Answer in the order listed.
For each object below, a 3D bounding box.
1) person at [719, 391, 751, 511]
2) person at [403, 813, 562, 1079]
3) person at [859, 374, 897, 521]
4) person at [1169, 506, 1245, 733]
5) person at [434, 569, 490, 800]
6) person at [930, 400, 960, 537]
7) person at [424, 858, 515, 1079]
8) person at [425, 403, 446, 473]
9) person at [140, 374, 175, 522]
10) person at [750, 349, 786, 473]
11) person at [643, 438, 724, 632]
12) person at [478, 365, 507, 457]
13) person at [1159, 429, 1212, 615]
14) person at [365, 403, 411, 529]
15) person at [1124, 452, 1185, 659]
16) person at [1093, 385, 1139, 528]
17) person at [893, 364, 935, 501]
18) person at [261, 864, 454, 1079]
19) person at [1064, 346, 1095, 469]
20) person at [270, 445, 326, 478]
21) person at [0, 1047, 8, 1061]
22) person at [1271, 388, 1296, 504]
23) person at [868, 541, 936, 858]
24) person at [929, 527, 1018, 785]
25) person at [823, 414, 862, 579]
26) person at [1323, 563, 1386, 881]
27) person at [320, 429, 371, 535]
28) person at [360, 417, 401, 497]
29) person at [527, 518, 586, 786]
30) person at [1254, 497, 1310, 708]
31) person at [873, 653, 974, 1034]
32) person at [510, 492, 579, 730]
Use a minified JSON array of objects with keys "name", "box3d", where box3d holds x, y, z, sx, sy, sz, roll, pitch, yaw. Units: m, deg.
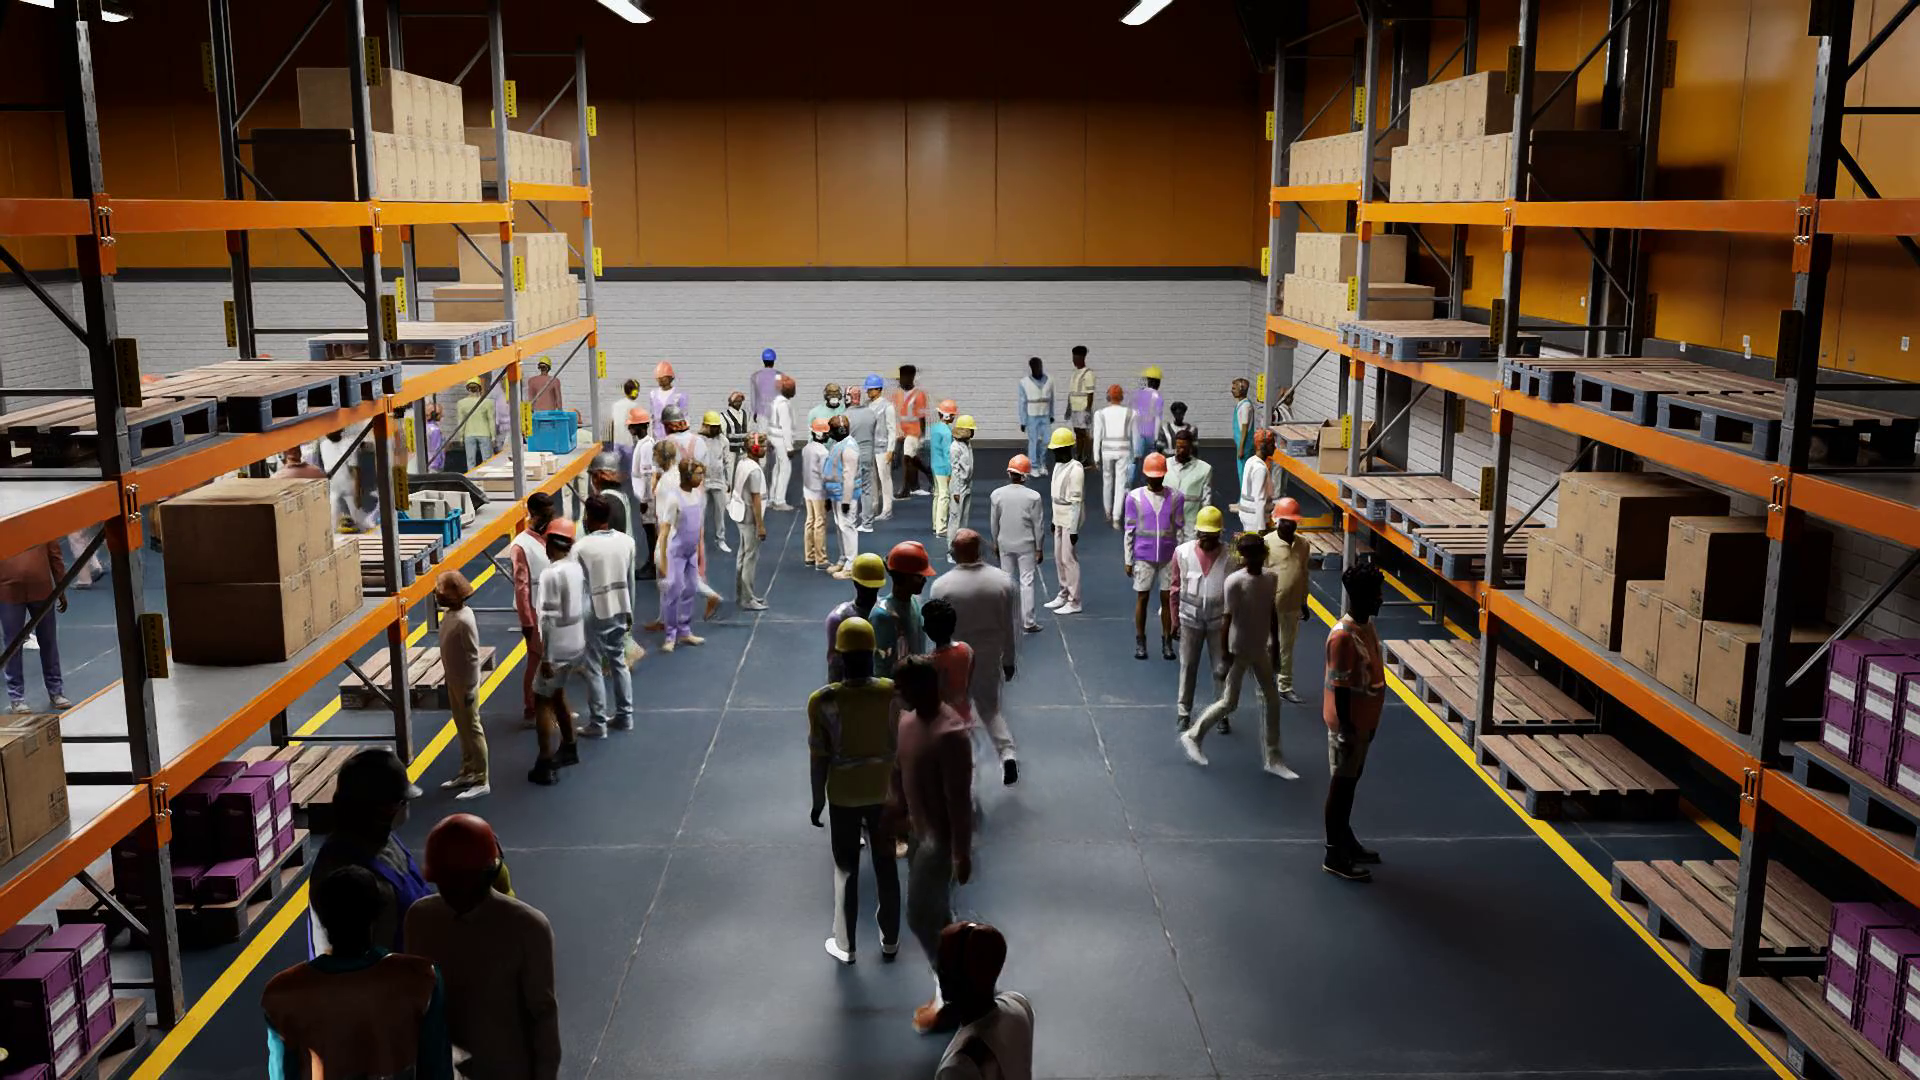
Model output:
[{"name":"person","box3d":[-3.062,-1.217,22.751,0.513,1.638,0.307,-10,15,-41]},{"name":"person","box3d":[-1.753,1.935,6.077,0.621,1.985,0.408,3,12,15]},{"name":"person","box3d":[-1.102,-1.223,22.000,0.404,1.945,0.616,-11,15,-43]},{"name":"person","box3d":[1.936,0.623,13.072,0.590,1.823,0.404,3,12,13]},{"name":"person","box3d":[-3.501,1.001,11.638,0.278,1.631,0.505,-7,13,-33]},{"name":"person","box3d":[-0.181,-0.894,20.880,0.355,1.737,0.576,-3,12,-16]},{"name":"person","box3d":[-1.785,2.016,6.301,0.486,1.738,0.321,-10,15,-40]},{"name":"person","box3d":[-6.776,-0.949,21.424,0.314,1.631,0.524,-8,14,-34]},{"name":"person","box3d":[-10.561,-1.196,21.806,0.631,1.968,0.431,6,13,26]},{"name":"person","box3d":[-2.955,-2.000,25.888,0.602,1.949,0.390,2,11,9]},{"name":"person","box3d":[-2.726,-0.041,16.181,0.686,1.916,0.637,-1,11,-4]},{"name":"person","box3d":[-7.652,-2.355,27.443,0.536,2.000,0.681,4,12,20]},{"name":"person","box3d":[2.249,-0.178,16.862,0.590,1.912,0.386,4,12,17]},{"name":"person","box3d":[-6.997,-0.899,20.473,0.658,1.909,0.601,-5,12,-22]},{"name":"person","box3d":[1.778,0.146,15.198,0.549,1.925,0.384,-1,11,-3]},{"name":"person","box3d":[2.035,-1.105,21.728,0.581,1.831,1.010,2,11,10]},{"name":"person","box3d":[-0.639,-1.549,23.668,0.837,1.942,0.607,-7,13,-32]},{"name":"person","box3d":[-2.039,2.037,5.722,0.590,1.922,0.392,-3,12,-15]},{"name":"person","box3d":[1.860,-2.100,26.371,0.467,1.959,0.666,-5,12,-24]},{"name":"person","box3d":[-6.482,-0.056,16.271,0.407,1.902,0.639,7,13,30]},{"name":"person","box3d":[-2.990,2.266,5.045,0.486,1.737,0.326,9,14,37]},{"name":"person","box3d":[4.518,-1.303,23.193,0.311,1.640,0.528,8,14,33]},{"name":"person","box3d":[-0.348,1.005,10.615,0.403,2.035,0.606,5,12,24]},{"name":"person","box3d":[0.109,0.864,11.704,0.651,1.889,0.583,-5,12,-25]},{"name":"person","box3d":[-1.318,-0.491,18.619,0.429,1.837,0.625,-3,12,-15]},{"name":"person","box3d":[2.442,1.102,10.294,0.367,1.966,0.607,5,12,25]},{"name":"person","box3d":[-7.079,-0.566,19.133,0.540,1.790,1.015,3,12,15]},{"name":"person","box3d":[-8.076,-1.468,23.437,0.992,1.879,0.600,7,13,32]},{"name":"person","box3d":[-2.931,0.800,12.065,0.378,1.877,0.673,1,11,7]},{"name":"person","box3d":[2.668,0.512,13.778,0.560,1.755,0.318,-6,13,-27]},{"name":"person","box3d":[-0.182,1.514,8.423,0.506,1.894,0.680,-5,12,-22]},{"name":"person","box3d":[-3.335,0.554,13.202,0.391,1.905,0.599,4,12,18]}]
